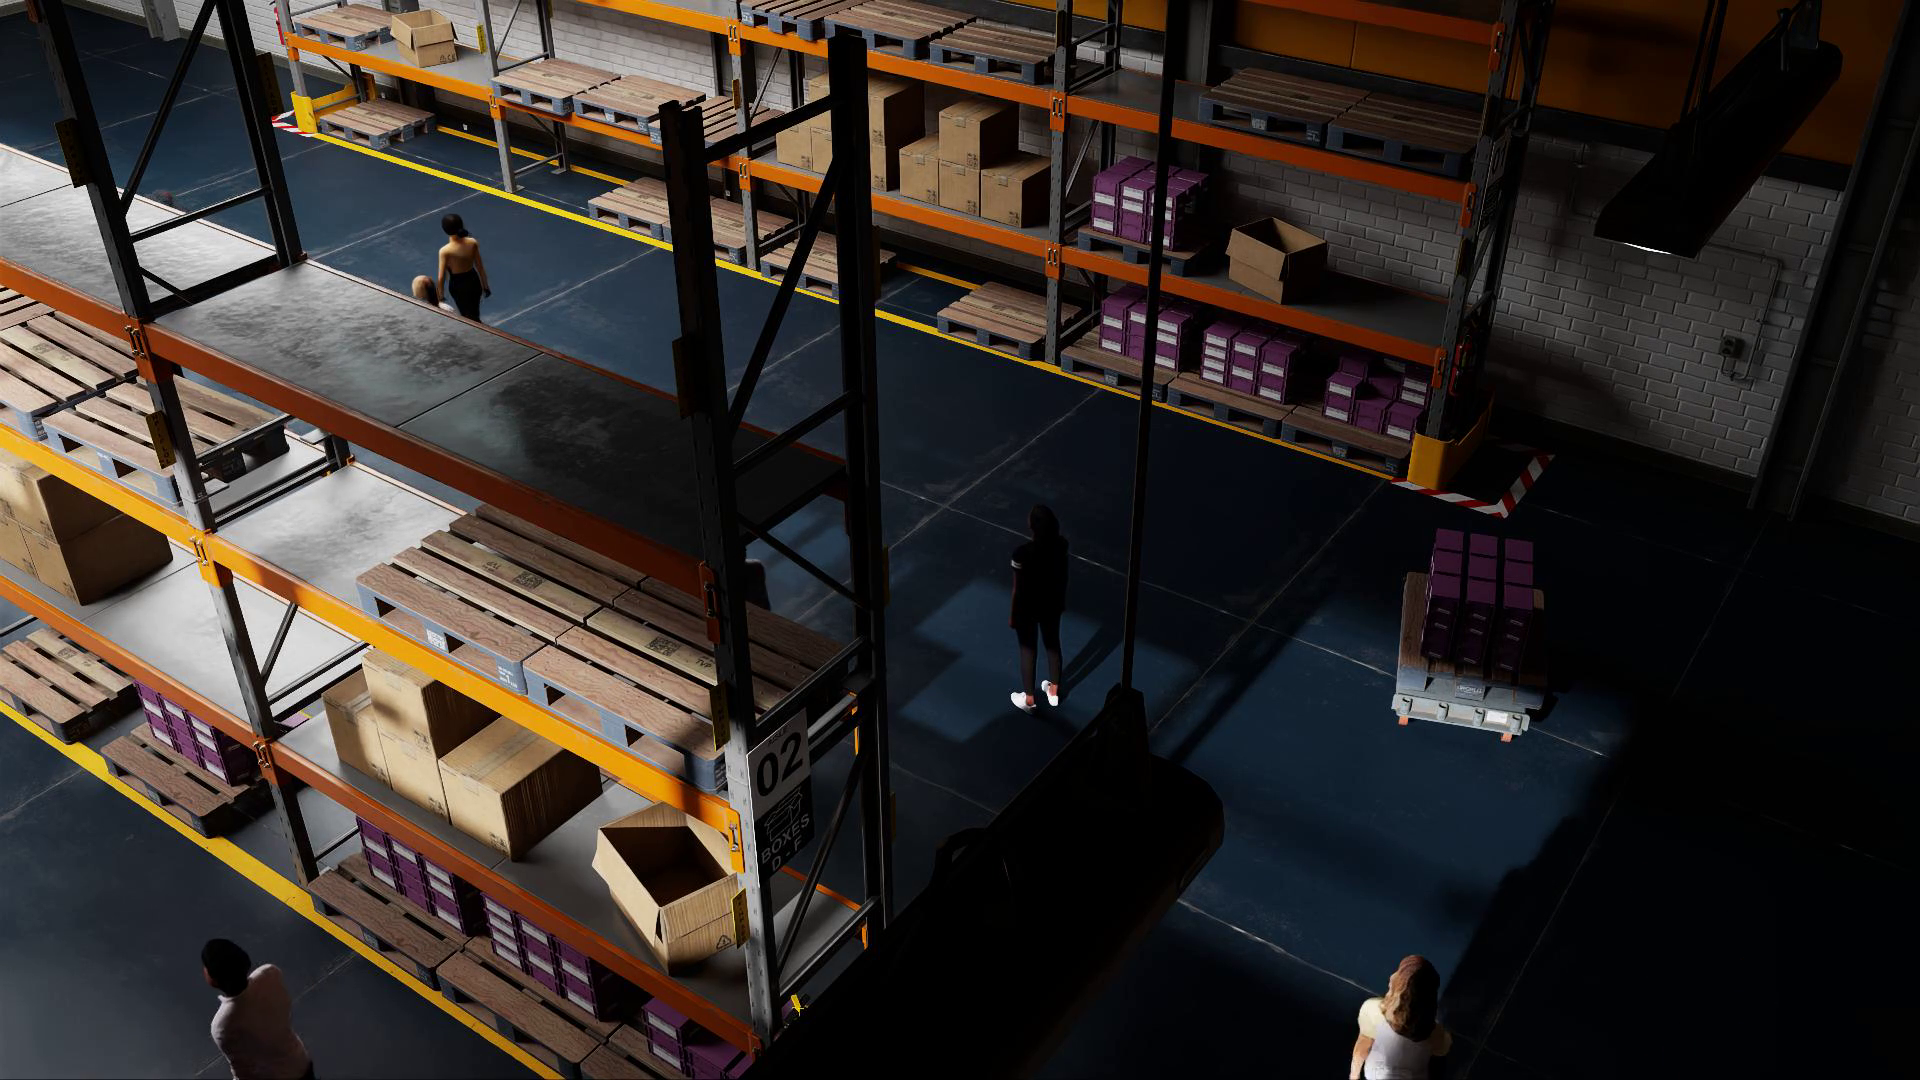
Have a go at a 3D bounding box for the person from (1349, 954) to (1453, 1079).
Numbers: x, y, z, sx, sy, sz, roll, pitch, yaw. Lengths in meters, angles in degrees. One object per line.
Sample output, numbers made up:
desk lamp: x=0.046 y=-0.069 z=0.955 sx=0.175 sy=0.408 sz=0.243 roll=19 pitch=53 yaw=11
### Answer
person: x=2.170 y=2.848 z=8.419 sx=1.040 sy=1.691 sz=0.690 roll=22 pitch=40 yaw=30

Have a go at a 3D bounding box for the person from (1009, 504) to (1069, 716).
person: x=0.561 y=0.486 z=11.937 sx=0.694 sy=1.729 sz=0.698 roll=-16 pitch=37 yaw=-23

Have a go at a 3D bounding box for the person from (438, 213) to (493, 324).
person: x=-4.811 y=-2.396 z=16.369 sx=0.727 sy=1.624 sz=1.018 roll=-28 pitch=43 yaw=-35

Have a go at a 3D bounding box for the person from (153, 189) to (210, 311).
person: x=-7.593 y=-2.515 z=16.351 sx=0.711 sy=1.841 sz=0.721 roll=-27 pitch=42 yaw=-34

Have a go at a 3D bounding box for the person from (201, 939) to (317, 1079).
person: x=-3.452 y=2.737 z=8.512 sx=1.175 sy=1.772 sz=0.815 roll=13 pitch=36 yaw=18
